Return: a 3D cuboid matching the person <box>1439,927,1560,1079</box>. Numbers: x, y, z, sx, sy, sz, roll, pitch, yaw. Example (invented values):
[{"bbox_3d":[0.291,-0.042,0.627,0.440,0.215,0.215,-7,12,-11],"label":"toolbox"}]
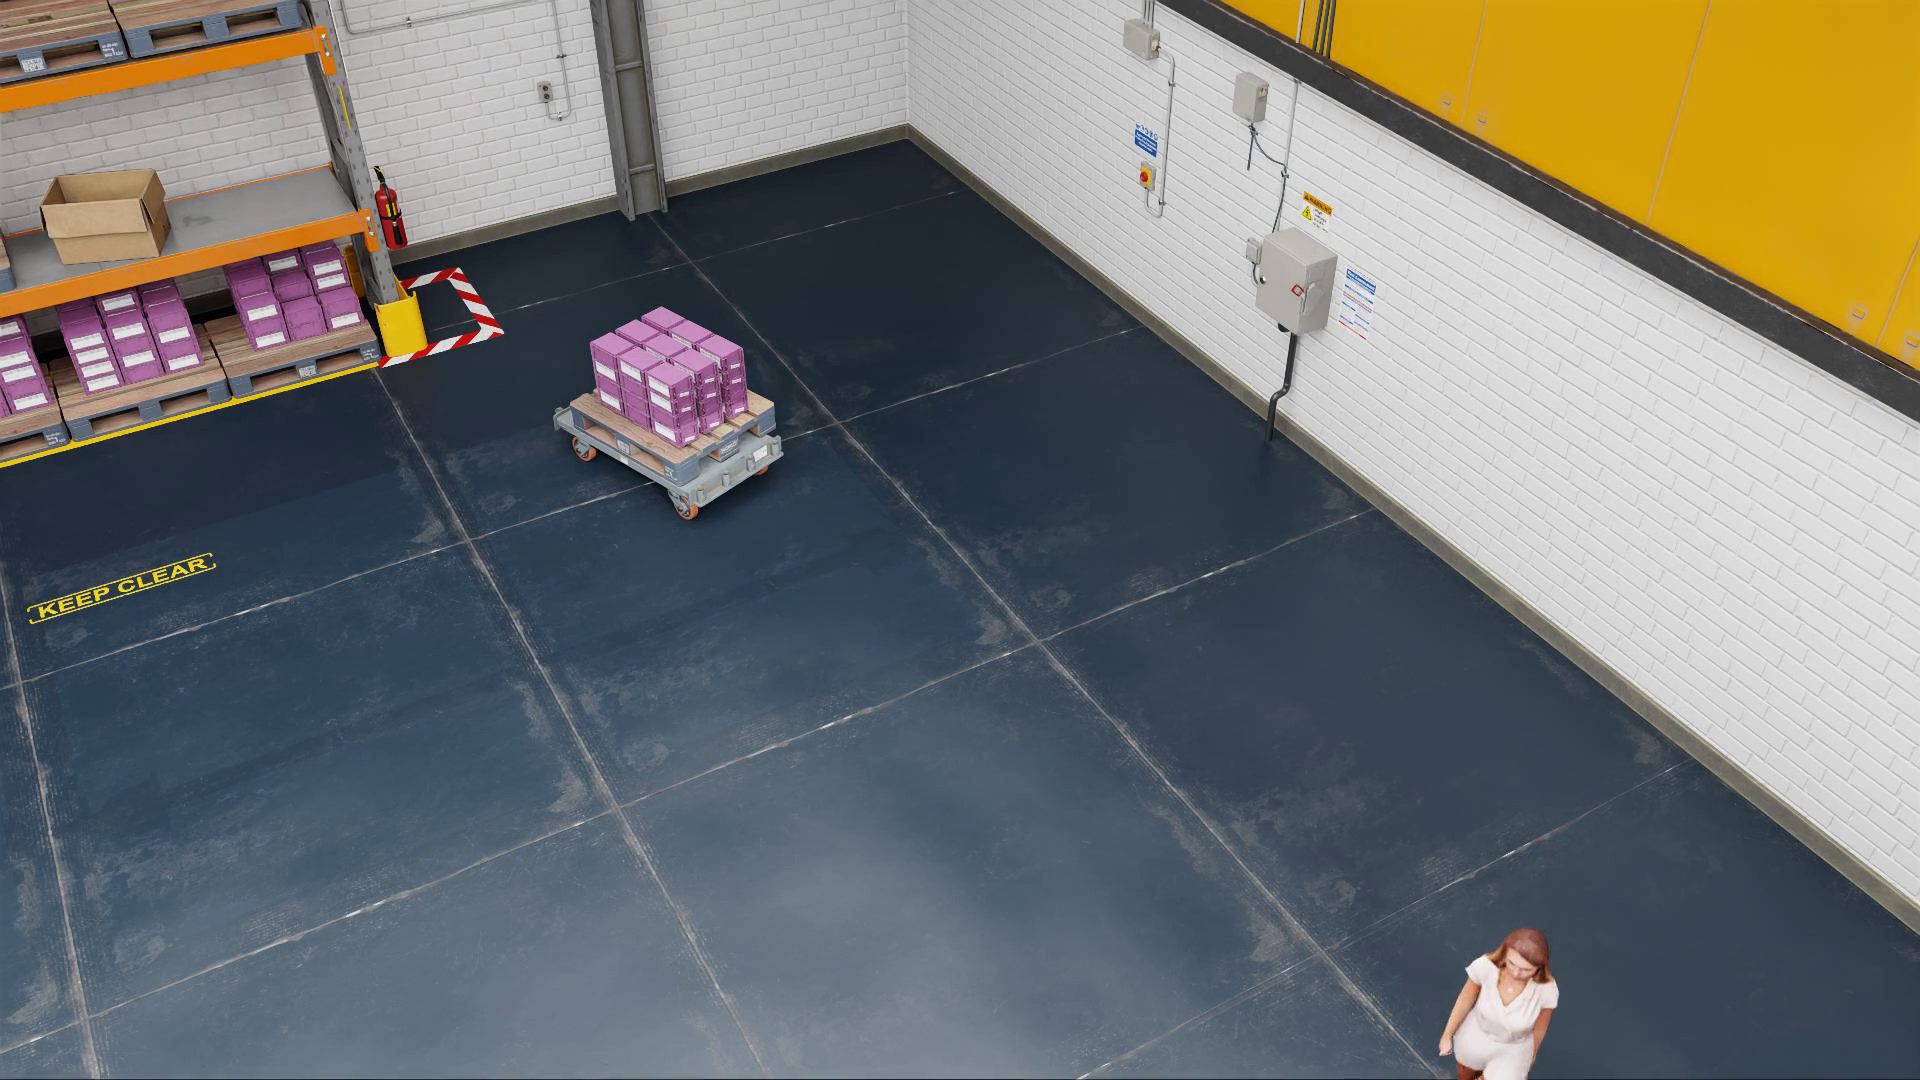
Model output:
[{"bbox_3d":[2.529,2.333,7.825,0.927,1.667,1.167,21,43,24],"label":"person"}]
